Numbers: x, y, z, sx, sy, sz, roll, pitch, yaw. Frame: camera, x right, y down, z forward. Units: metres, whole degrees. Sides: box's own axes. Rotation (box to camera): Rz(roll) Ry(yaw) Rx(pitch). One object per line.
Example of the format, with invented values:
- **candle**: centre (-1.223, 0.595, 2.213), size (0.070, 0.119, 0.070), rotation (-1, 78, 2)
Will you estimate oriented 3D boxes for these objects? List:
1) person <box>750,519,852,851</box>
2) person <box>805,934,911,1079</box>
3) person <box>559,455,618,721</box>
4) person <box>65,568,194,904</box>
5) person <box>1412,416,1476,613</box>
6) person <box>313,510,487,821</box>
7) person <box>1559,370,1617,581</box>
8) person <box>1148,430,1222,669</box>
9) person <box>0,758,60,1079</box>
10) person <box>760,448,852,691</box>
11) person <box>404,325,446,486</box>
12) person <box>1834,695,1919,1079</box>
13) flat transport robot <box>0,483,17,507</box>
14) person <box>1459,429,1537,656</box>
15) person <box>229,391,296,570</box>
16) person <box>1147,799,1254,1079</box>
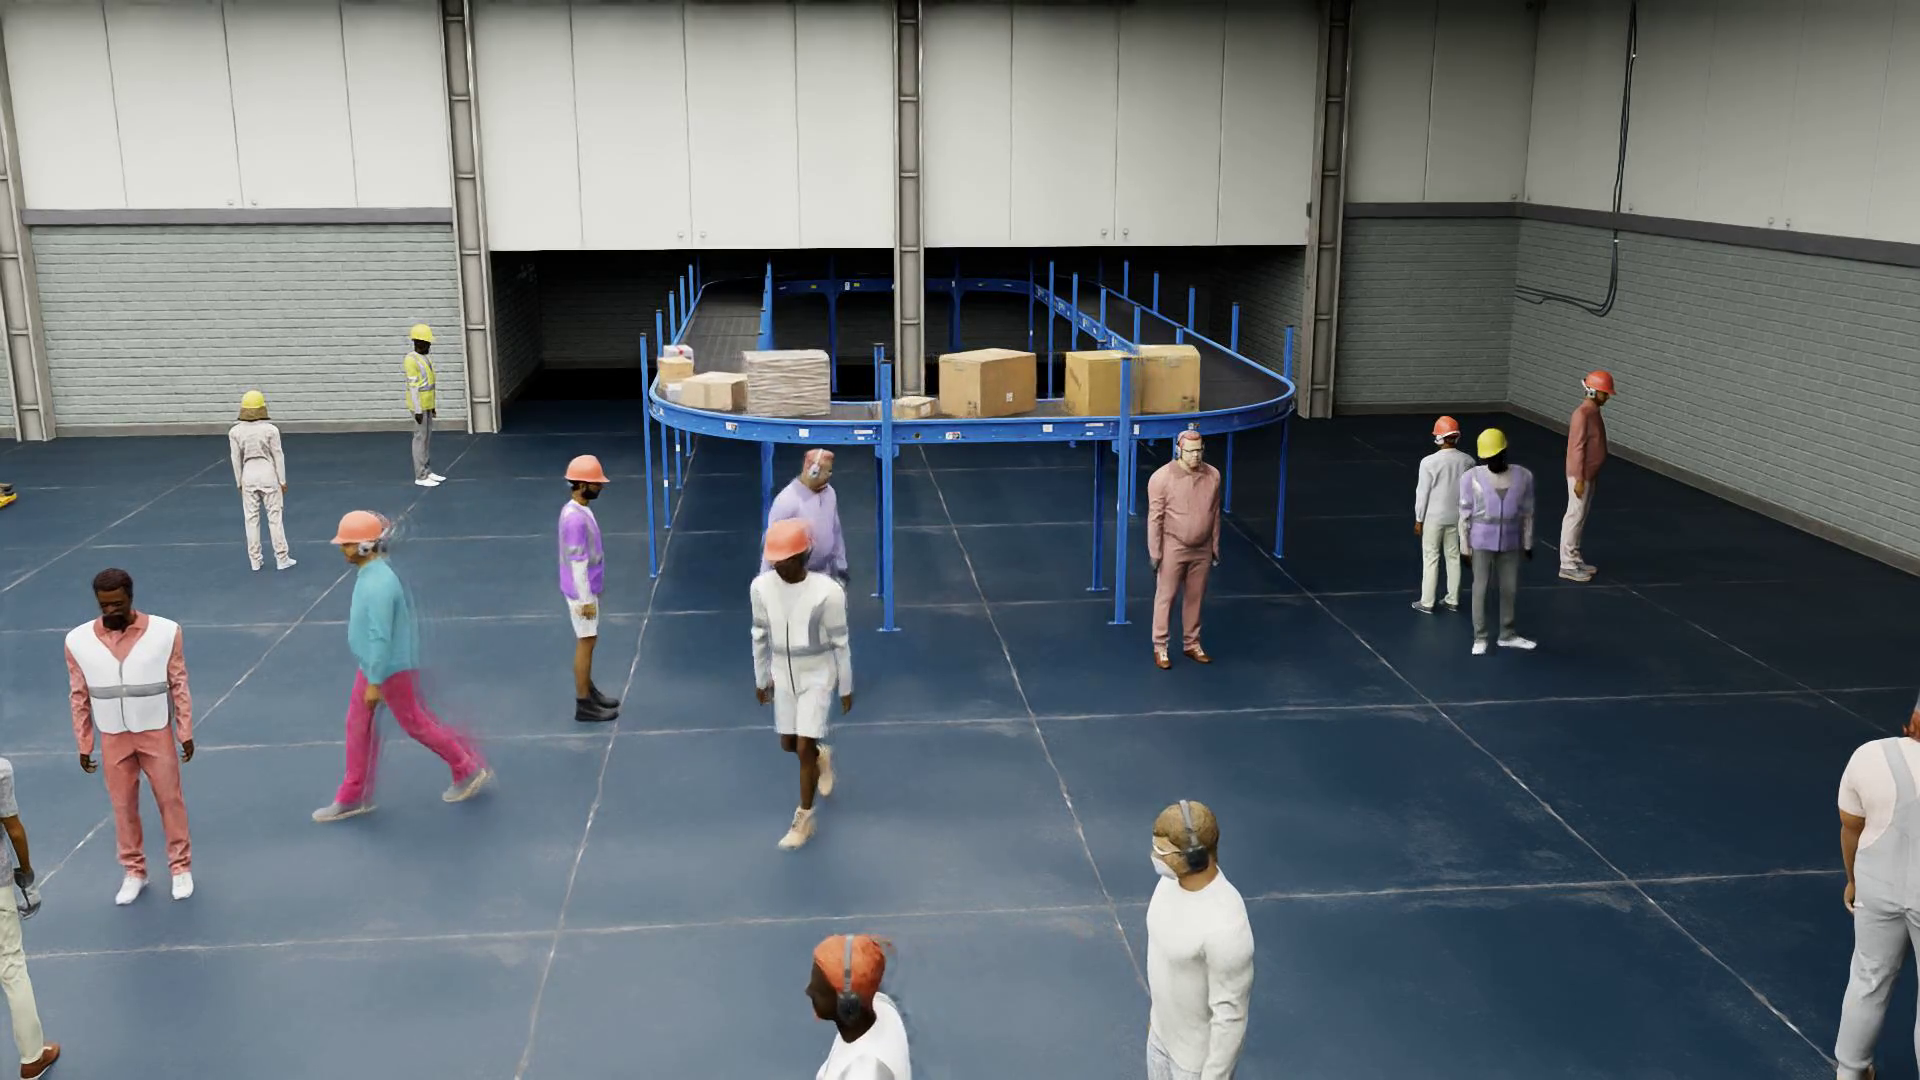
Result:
- **person**: centre (-0.917, 0.800, 10.040), size (0.618, 2.010, 0.825), rotation (6, 15, 22)
- **person**: centre (-0.282, 2.080, 5.171), size (0.517, 1.872, 0.596), rotation (1, 14, 2)
- **person**: centre (-2.689, 0.341, 12.017), size (0.379, 1.929, 0.552), rotation (-2, 14, -8)
- **person**: centre (-4.551, 1.065, 9.173), size (0.597, 1.908, 0.409), rotation (-4, 15, -17)
- **person**: centre (4.243, -0.225, 14.667), size (0.557, 1.744, 0.350), rotation (-6, 15, -21)
- **person**: centre (-3.503, 0.762, 10.323), size (1.031, 1.955, 0.622), rotation (-8, 16, -29)
- **person**: centre (5.928, -0.617, 15.735), size (0.393, 1.986, 0.610), rotation (8, 16, 31)
- **person**: centre (1.793, 0.070, 13.150), size (0.651, 1.906, 0.401), rotation (-6, 15, -22)
- **person**: centre (-4.365, 1.541, 7.351), size (0.521, 1.865, 0.328), rotation (-5, 15, -19)
- **person**: centre (-1.165, 0.229, 12.570), size (0.478, 1.883, 0.705), rotation (7, 16, 26)
- **person**: centre (-6.389, -1.607, 19.834), size (0.380, 1.918, 0.585), rotation (-1, 14, -2)
- **person**: centre (4.143, 1.505, 7.134), size (0.537, 2.000, 0.682), rotation (-11, 18, -38)
- **flat transport robot**: centre (-11.441, -0.459, 18.583), size (1.431, 0.197, 0.652), rotation (-3, 14, -10)
- **person**: centre (4.371, 0.022, 13.394), size (0.752, 1.882, 0.436), rotation (0, 14, -2)
- **person**: centre (-6.744, -0.574, 16.054), size (0.484, 1.745, 0.297), rotation (-1, 14, -3)
- **person**: centre (0.828, 1.840, 6.013), size (0.371, 1.934, 0.627), rotation (-3, 14, -13)
